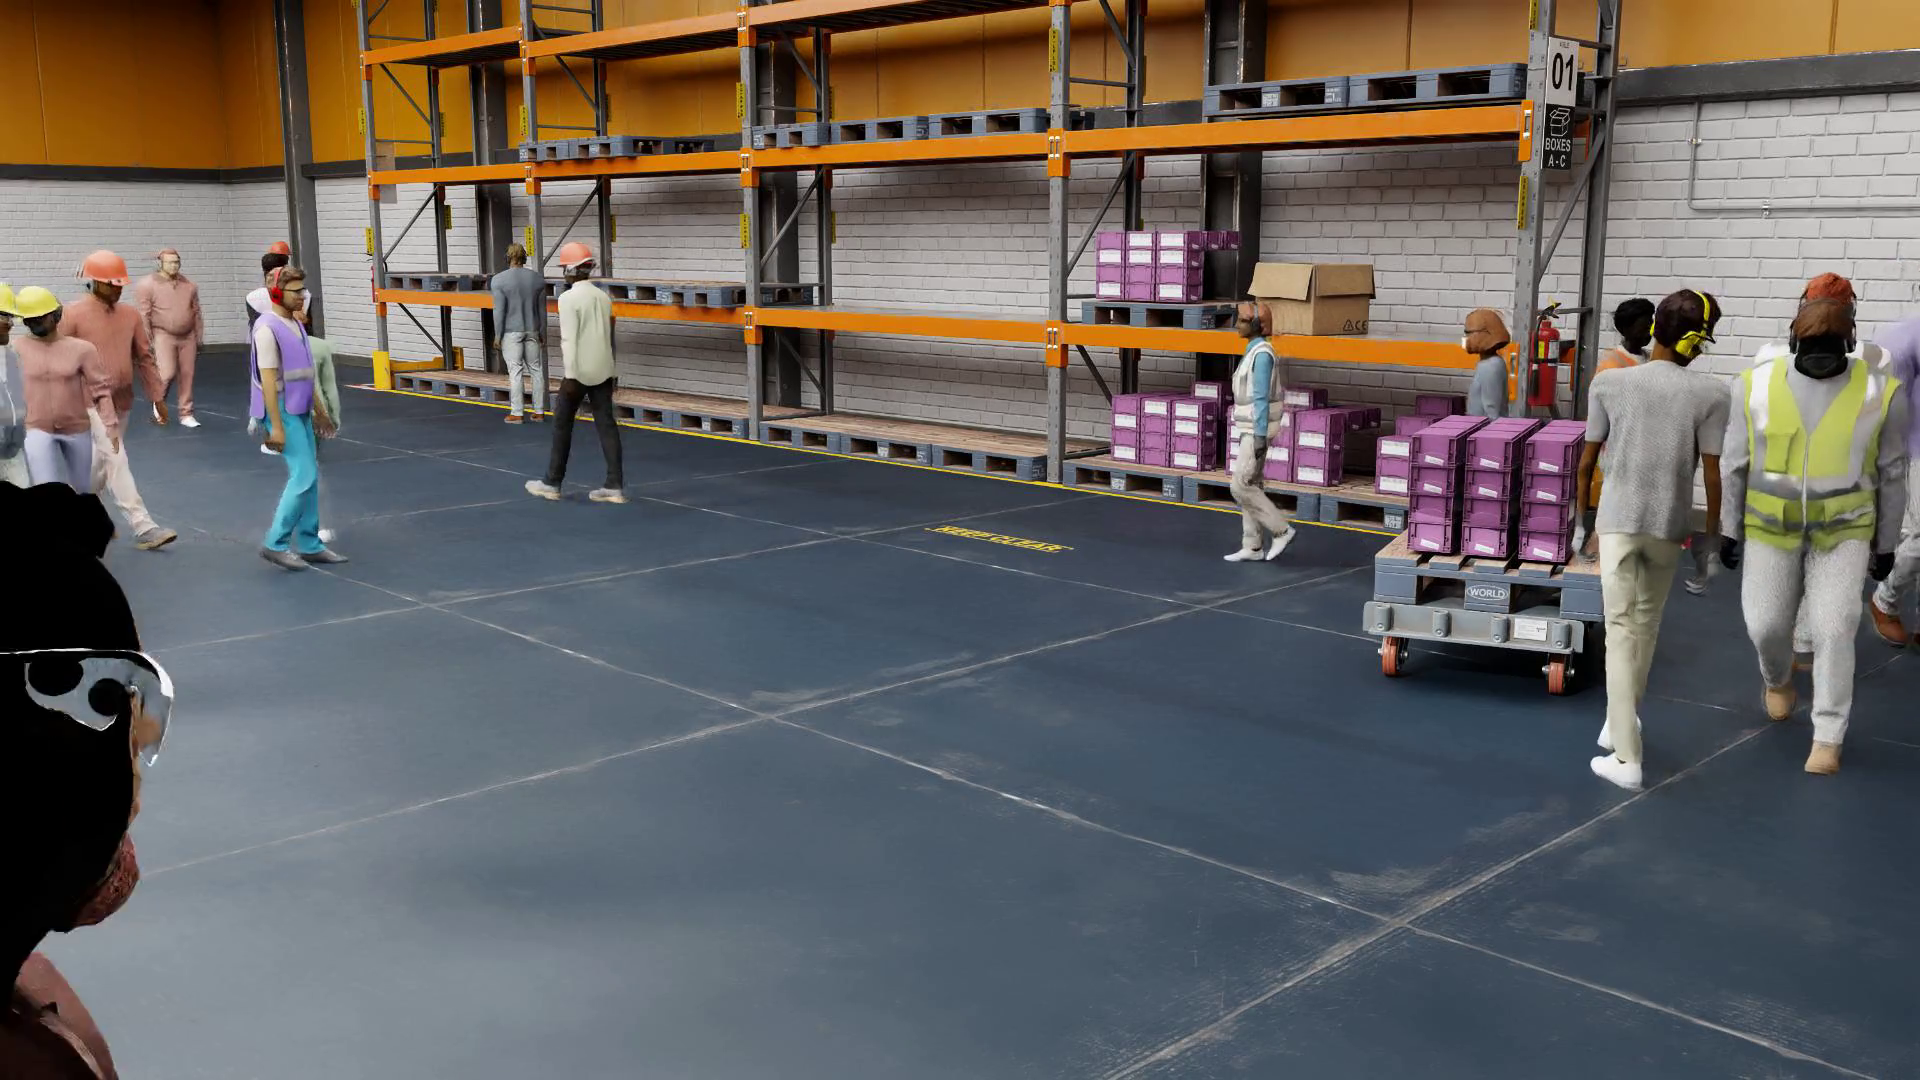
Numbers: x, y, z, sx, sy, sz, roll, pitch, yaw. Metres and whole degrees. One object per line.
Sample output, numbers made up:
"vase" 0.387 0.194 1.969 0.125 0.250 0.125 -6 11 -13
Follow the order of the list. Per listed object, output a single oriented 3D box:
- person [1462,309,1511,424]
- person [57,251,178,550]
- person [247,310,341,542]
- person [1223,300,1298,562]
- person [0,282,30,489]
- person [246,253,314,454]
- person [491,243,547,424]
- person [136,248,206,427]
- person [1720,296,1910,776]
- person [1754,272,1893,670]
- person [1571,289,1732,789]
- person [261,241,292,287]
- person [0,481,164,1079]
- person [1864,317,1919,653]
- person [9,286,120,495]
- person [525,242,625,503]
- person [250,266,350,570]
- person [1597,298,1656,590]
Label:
"person" 2.890 -0.495 9.452 0.762 1.605 0.520 4 11 21
"person" -5.513 -0.900 10.790 1.063 1.922 0.690 4 11 20
"person" -4.450 -0.801 11.091 0.773 1.593 0.524 8 13 37
"person" 1.816 -0.648 10.198 0.384 1.626 0.534 0 10 2
"person" -5.382 -0.514 9.065 0.876 1.792 0.597 3 11 15
"person" -6.150 -1.667 15.130 0.595 1.871 1.018 -7 13 -35
"person" -4.738 -2.216 17.910 0.628 1.939 0.374 -9 14 -41
"person" -8.313 -2.131 17.566 0.492 1.892 0.666 8 13 36
"person" 3.296 -0.045 6.447 0.641 1.802 0.634 6 12 31
"person" 3.856 -0.274 7.539 0.608 1.861 0.767 4 11 23
"person" 2.576 -0.025 6.294 0.489 1.825 0.816 2 11 13
"person" -9.251 -3.102 22.741 0.551 1.935 0.375 5 11 24
"person" -0.604 0.889 1.100 0.676 1.890 0.429 8 13 37
"person" 4.645 -0.362 7.860 0.653 1.913 0.441 -3 11 -14
"person" -5.293 -0.622 9.795 0.570 1.721 0.833 -6 12 -30
"person" -2.942 -1.268 12.663 0.922 1.954 0.660 5 12 26
"person" -4.041 -0.733 10.102 0.471 1.837 0.587 -1 10 -5
"person" 3.791 -0.526 9.395 0.547 1.681 0.377 -9 14 -40
